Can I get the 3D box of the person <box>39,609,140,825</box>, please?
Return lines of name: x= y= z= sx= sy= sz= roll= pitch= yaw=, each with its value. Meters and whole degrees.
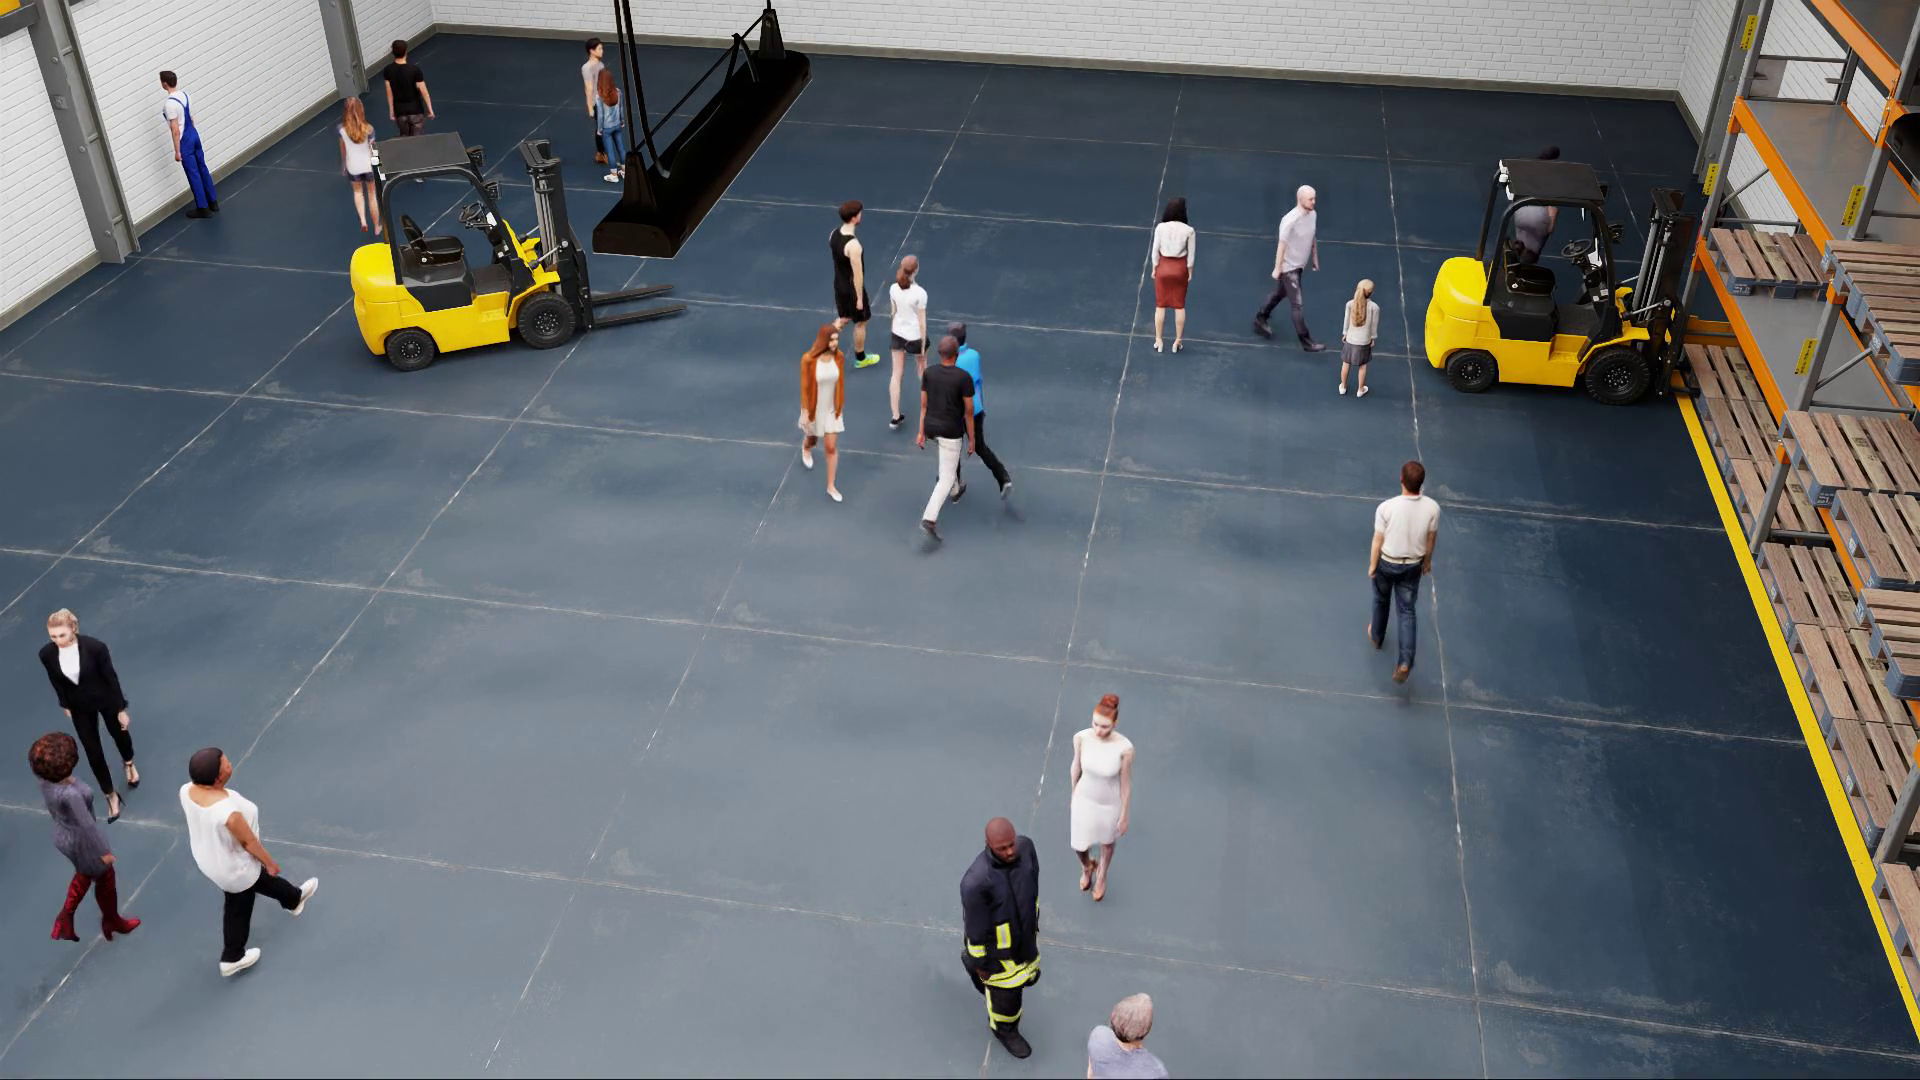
person: x=-6.101 y=1.128 z=11.769 sx=0.855 sy=1.674 sz=0.977 roll=-13 pitch=36 yaw=-18

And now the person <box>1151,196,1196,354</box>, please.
person: x=2.244 y=-2.806 z=17.619 sx=0.591 sy=1.750 sz=0.501 roll=6 pitch=34 yaw=9

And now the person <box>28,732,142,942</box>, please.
person: x=-5.624 y=1.960 z=10.496 sx=0.783 sy=1.698 sz=0.872 roll=23 pitch=40 yaw=30

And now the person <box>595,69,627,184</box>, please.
person: x=-4.583 y=-5.440 z=21.831 sx=0.703 sy=1.475 sz=0.600 roll=27 pitch=42 yaw=35

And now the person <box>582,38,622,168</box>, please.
person: x=-4.897 y=-5.855 z=22.243 sx=0.699 sy=1.709 sz=0.633 roll=8 pitch=34 yaw=12

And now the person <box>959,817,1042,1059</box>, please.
person: x=0.188 y=2.288 z=9.906 sx=1.059 sy=1.805 sz=1.092 roll=-29 pitch=43 yaw=-36

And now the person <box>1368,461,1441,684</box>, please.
person: x=3.434 y=0.262 z=12.935 sx=0.809 sy=1.825 sz=1.226 roll=0 pitch=34 yaw=0

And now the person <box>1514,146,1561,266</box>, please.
person: x=6.426 y=-3.593 z=18.806 sx=0.947 sy=1.747 sz=0.890 roll=-18 pitch=38 yaw=-25

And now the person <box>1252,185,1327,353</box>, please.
person: x=3.481 y=-2.940 z=17.794 sx=1.179 sy=1.779 sz=1.266 roll=28 pitch=43 yaw=36

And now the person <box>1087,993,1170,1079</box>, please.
person: x=0.778 y=3.109 z=8.612 sx=0.947 sy=1.870 sz=1.042 roll=24 pitch=41 yaw=32

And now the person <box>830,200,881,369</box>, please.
person: x=-1.205 y=-2.588 z=17.177 sx=1.121 sy=1.878 sz=1.051 roll=-22 pitch=39 yaw=-29

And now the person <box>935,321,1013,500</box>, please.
person: x=0.101 y=-1.110 z=15.053 sx=1.121 sy=1.767 sz=1.068 roll=-29 pitch=43 yaw=-36

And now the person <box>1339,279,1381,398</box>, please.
person: x=4.065 y=-2.069 z=16.939 sx=0.550 sy=1.275 sz=0.569 roll=13 pitch=36 yaw=18

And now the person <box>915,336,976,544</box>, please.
person: x=-0.178 y=-0.868 z=14.715 sx=0.957 sy=1.736 sz=1.404 roll=16 pitch=37 yaw=23

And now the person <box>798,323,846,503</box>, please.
person: x=-1.306 y=-1.241 z=15.325 sx=0.975 sy=1.683 sz=1.172 roll=-11 pitch=35 yaw=-16

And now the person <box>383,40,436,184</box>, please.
person: x=-7.207 y=-5.556 z=21.668 sx=0.754 sy=1.848 sz=0.741 roll=-2 pitch=34 yaw=-2

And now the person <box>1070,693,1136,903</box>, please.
person: x=0.956 y=1.659 z=10.873 sx=0.625 sy=1.782 sz=0.635 roll=11 pitch=35 yaw=15

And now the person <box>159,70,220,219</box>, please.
person: x=-9.646 y=-4.955 z=20.762 sx=0.676 sy=1.850 sz=0.483 roll=5 pitch=34 yaw=8

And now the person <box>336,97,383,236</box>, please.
person: x=-7.268 y=-4.474 z=20.160 sx=0.740 sy=1.715 sz=0.791 roll=-6 pitch=34 yaw=-9

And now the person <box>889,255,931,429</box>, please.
person: x=-0.548 y=-1.916 z=16.326 sx=0.658 sy=1.699 sz=1.154 roll=10 pitch=35 yaw=14

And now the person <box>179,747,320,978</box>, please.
person: x=-4.612 y=2.035 z=10.429 sx=0.980 sy=1.648 sz=1.177 roll=23 pitch=40 yaw=30
